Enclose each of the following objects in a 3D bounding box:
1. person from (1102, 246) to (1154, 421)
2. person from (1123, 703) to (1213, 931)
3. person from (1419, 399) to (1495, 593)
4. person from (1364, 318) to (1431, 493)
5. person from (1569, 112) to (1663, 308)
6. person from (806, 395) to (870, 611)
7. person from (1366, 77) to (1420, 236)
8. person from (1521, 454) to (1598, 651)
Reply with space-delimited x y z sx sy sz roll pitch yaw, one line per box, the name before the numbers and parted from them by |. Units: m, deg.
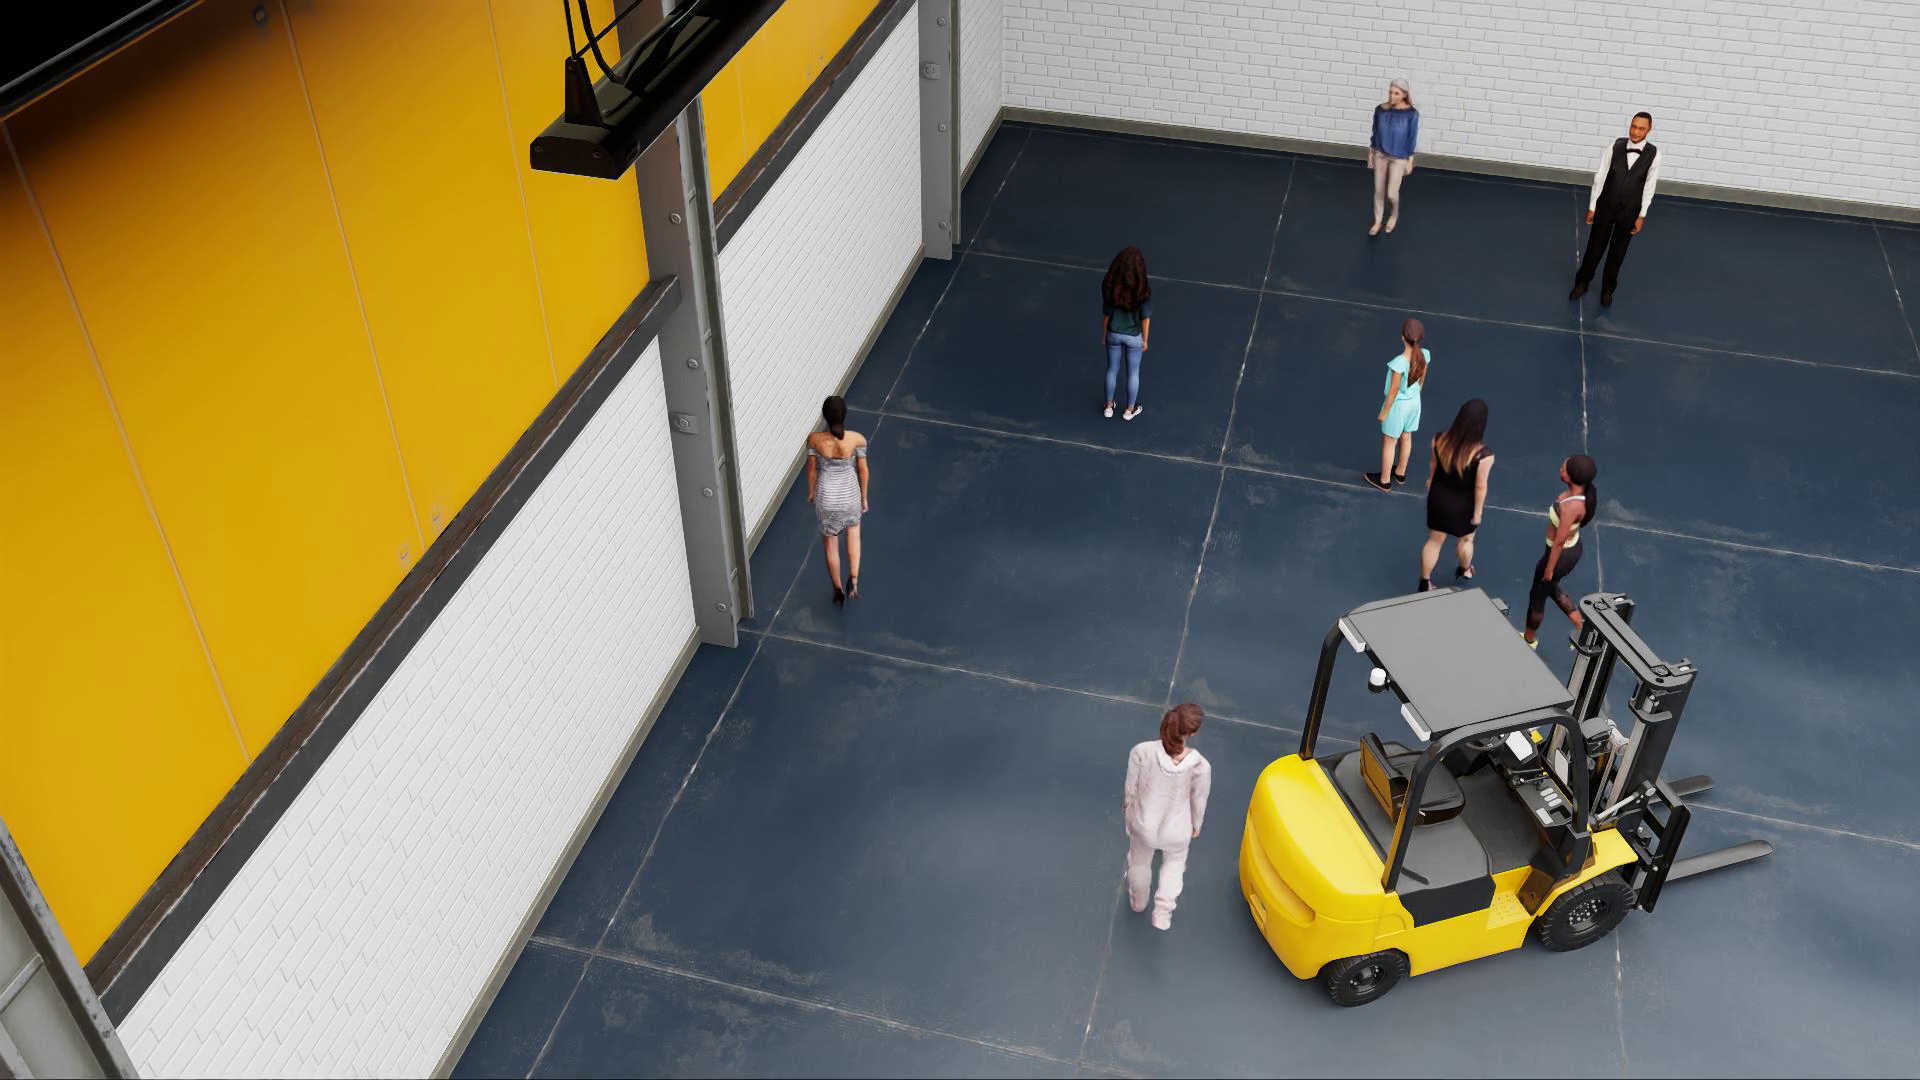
person | 1.400 -1.754 14.122 0.609 1.616 0.606 12 40 15
person | 1.178 1.692 9.765 0.669 1.668 0.743 5 39 6
person | 3.566 -0.234 12.155 0.872 1.696 0.947 31 48 33
person | 3.545 -1.088 13.335 0.644 1.558 0.702 -19 42 -22
person | 6.175 -3.113 15.582 0.737 1.917 0.639 17 41 20
person | -0.879 -0.210 12.033 0.699 1.810 0.711 -4 39 -6
person | 4.366 -3.862 16.704 0.726 1.688 0.745 25 45 28
person | 4.281 0.151 11.637 0.837 1.741 0.890 26 45 29
